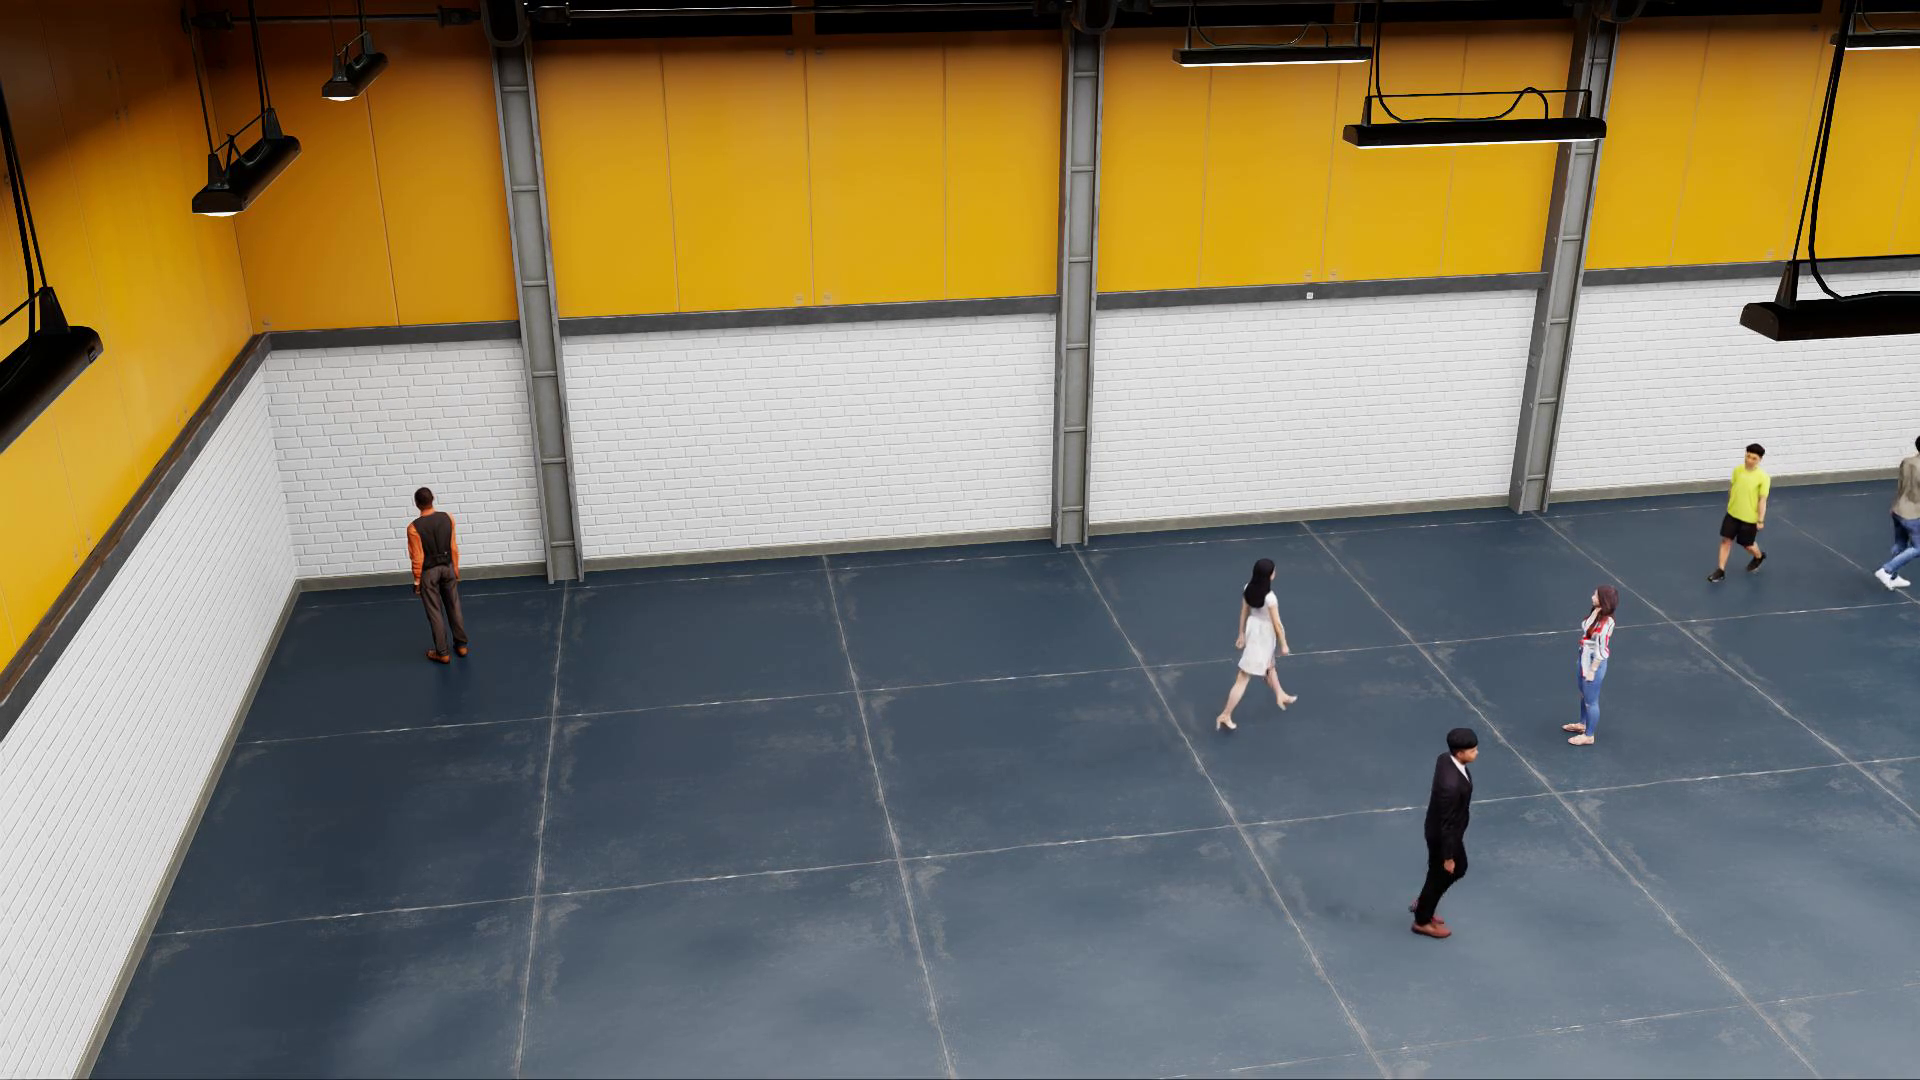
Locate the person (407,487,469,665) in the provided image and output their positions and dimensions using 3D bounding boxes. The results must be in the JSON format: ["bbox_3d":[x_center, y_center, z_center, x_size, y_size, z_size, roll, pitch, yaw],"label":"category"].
[{"bbox_3d":[-5.379,0.352,17.120,0.752,1.906,0.853,-21,32,-40],"label":"person"}]

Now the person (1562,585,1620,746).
[{"bbox_3d":[5.954,1.157,15.644,0.605,1.613,0.650,3,24,6],"label":"person"}]

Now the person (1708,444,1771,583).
[{"bbox_3d":[8.981,-0.321,18.950,1.106,1.674,0.883,-14,27,-29],"label":"person"}]

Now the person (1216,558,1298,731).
[{"bbox_3d":[2.756,1.045,15.766,1.257,1.722,0.838,-11,26,-24],"label":"person"}]

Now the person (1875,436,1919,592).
[{"bbox_3d":[10.582,-0.287,18.644,0.739,1.856,0.696,-4,24,-9],"label":"person"}]

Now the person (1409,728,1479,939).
[{"bbox_3d":[3.646,2.245,12.838,0.821,1.868,0.835,7,25,16],"label":"person"}]
